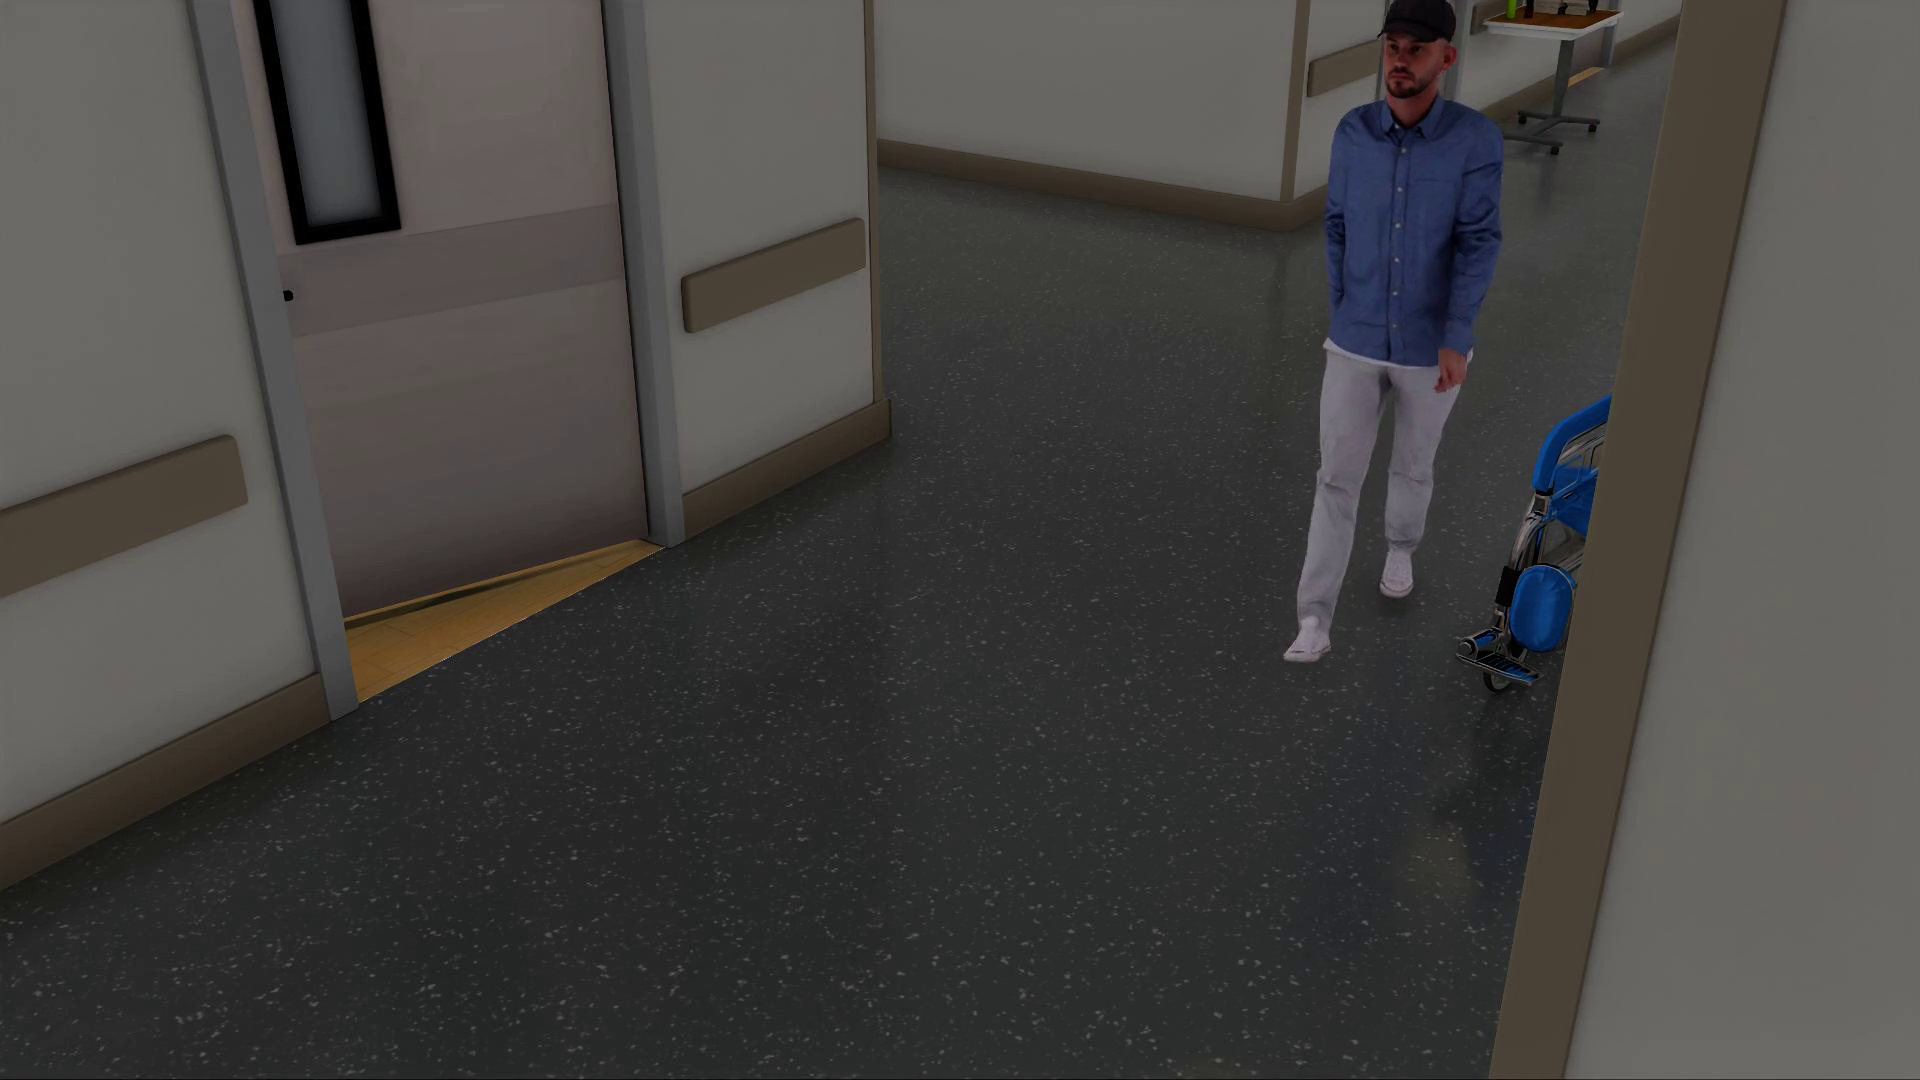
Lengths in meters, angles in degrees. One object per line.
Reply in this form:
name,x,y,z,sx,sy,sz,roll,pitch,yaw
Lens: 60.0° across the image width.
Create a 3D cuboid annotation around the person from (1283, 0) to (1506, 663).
person,1.291,-0.587,4.797,0.811,1.829,1.231,11,28,22
